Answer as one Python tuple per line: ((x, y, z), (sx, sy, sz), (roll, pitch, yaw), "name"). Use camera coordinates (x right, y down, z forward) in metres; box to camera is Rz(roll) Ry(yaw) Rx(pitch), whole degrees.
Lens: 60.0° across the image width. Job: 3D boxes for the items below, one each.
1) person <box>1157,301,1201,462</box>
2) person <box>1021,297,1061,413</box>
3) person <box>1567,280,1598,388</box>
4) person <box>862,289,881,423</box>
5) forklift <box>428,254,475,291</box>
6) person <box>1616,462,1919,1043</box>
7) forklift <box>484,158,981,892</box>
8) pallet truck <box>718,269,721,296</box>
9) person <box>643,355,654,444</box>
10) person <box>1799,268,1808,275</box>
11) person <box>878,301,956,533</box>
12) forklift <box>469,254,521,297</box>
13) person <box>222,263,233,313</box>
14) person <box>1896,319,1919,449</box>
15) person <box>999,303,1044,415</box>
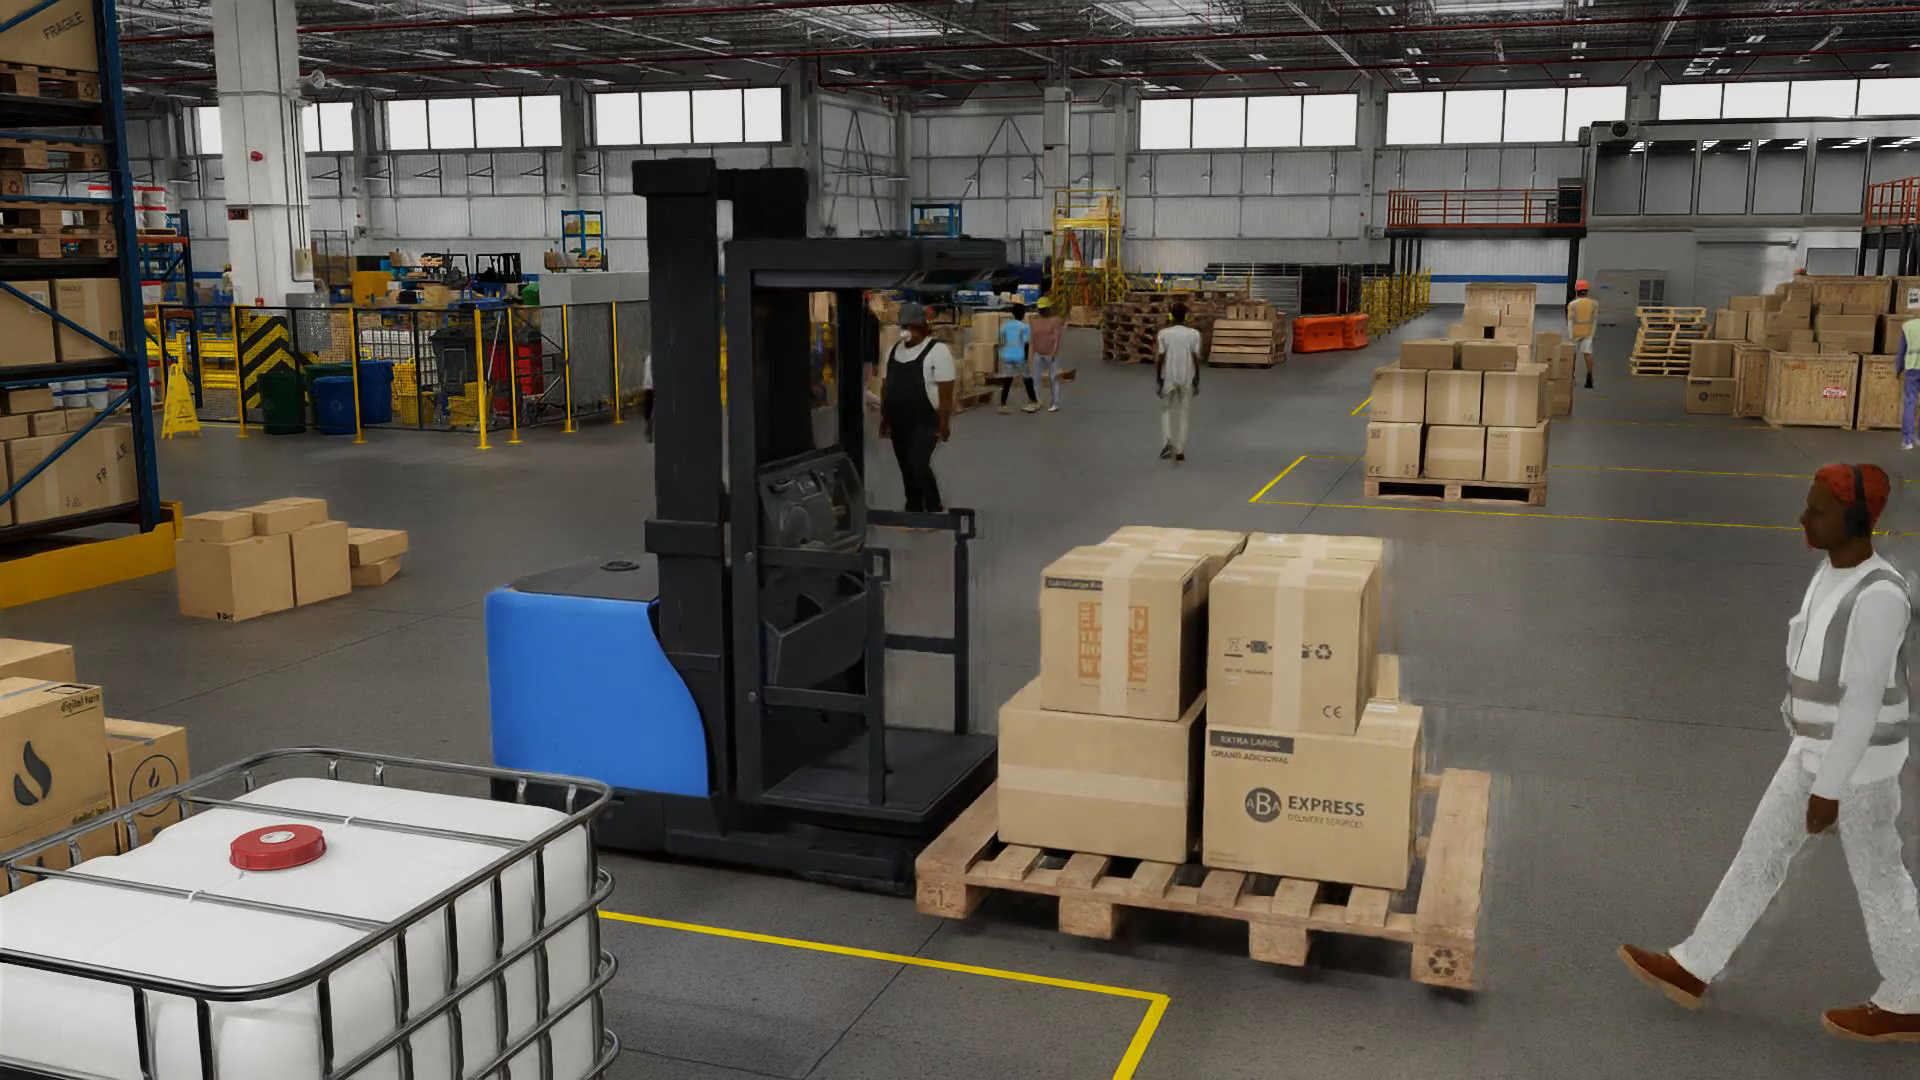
((2.545, -1.839, 19.350), (0.538, 1.849, 0.616), (0, 10, 2), "person")
((1.247, -2.755, 24.819), (0.531, 1.732, 0.788), (6, 12, 30), "person")
((10.960, -3.630, 29.285), (0.546, 1.905, 0.935), (1, 10, 5), "person")
((-1.215, -2.394, 22.115), (0.753, 1.975, 0.631), (-6, 12, -30), "person")
((-20.133, -10.254, 65.465), (1.157, 1.987, 2.680), (3, 11, 19), "forklift")
((2.632, 0.675, 5.204), (0.951, 1.832, 0.606), (2, 10, 9), "person")
((-0.954, -0.153, 6.934), (1.873, 2.768, 1.129), (3, 11, 19), "forklift")
((-9.165, -9.627, 62.776), (0.823, 1.965, 1.885), (4, 11, 23), "pallet truck")
((-2.515, -1.084, 14.949), (0.595, 1.903, 0.971), (2, 10, 10), "person")
((24.021, -6.833, 47.524), (1.003, 1.826, 0.602), (3, 11, 18), "person")
((-0.420, -1.058, 14.398), (0.688, 2.000, 0.538), (8, 13, 40), "person")
((-17.990, -10.121, 64.684), (1.157, 1.987, 2.680), (3, 11, 17), "forklift")
((-26.543, -9.117, 60.362), (0.403, 1.834, 0.589), (3, 11, 19), "person")
((11.890, -2.056, 20.525), (0.611, 1.849, 0.959), (7, 12, 34), "person")
((0.881, -2.687, 24.648), (0.541, 1.638, 0.886), (8, 13, 39), "person")
